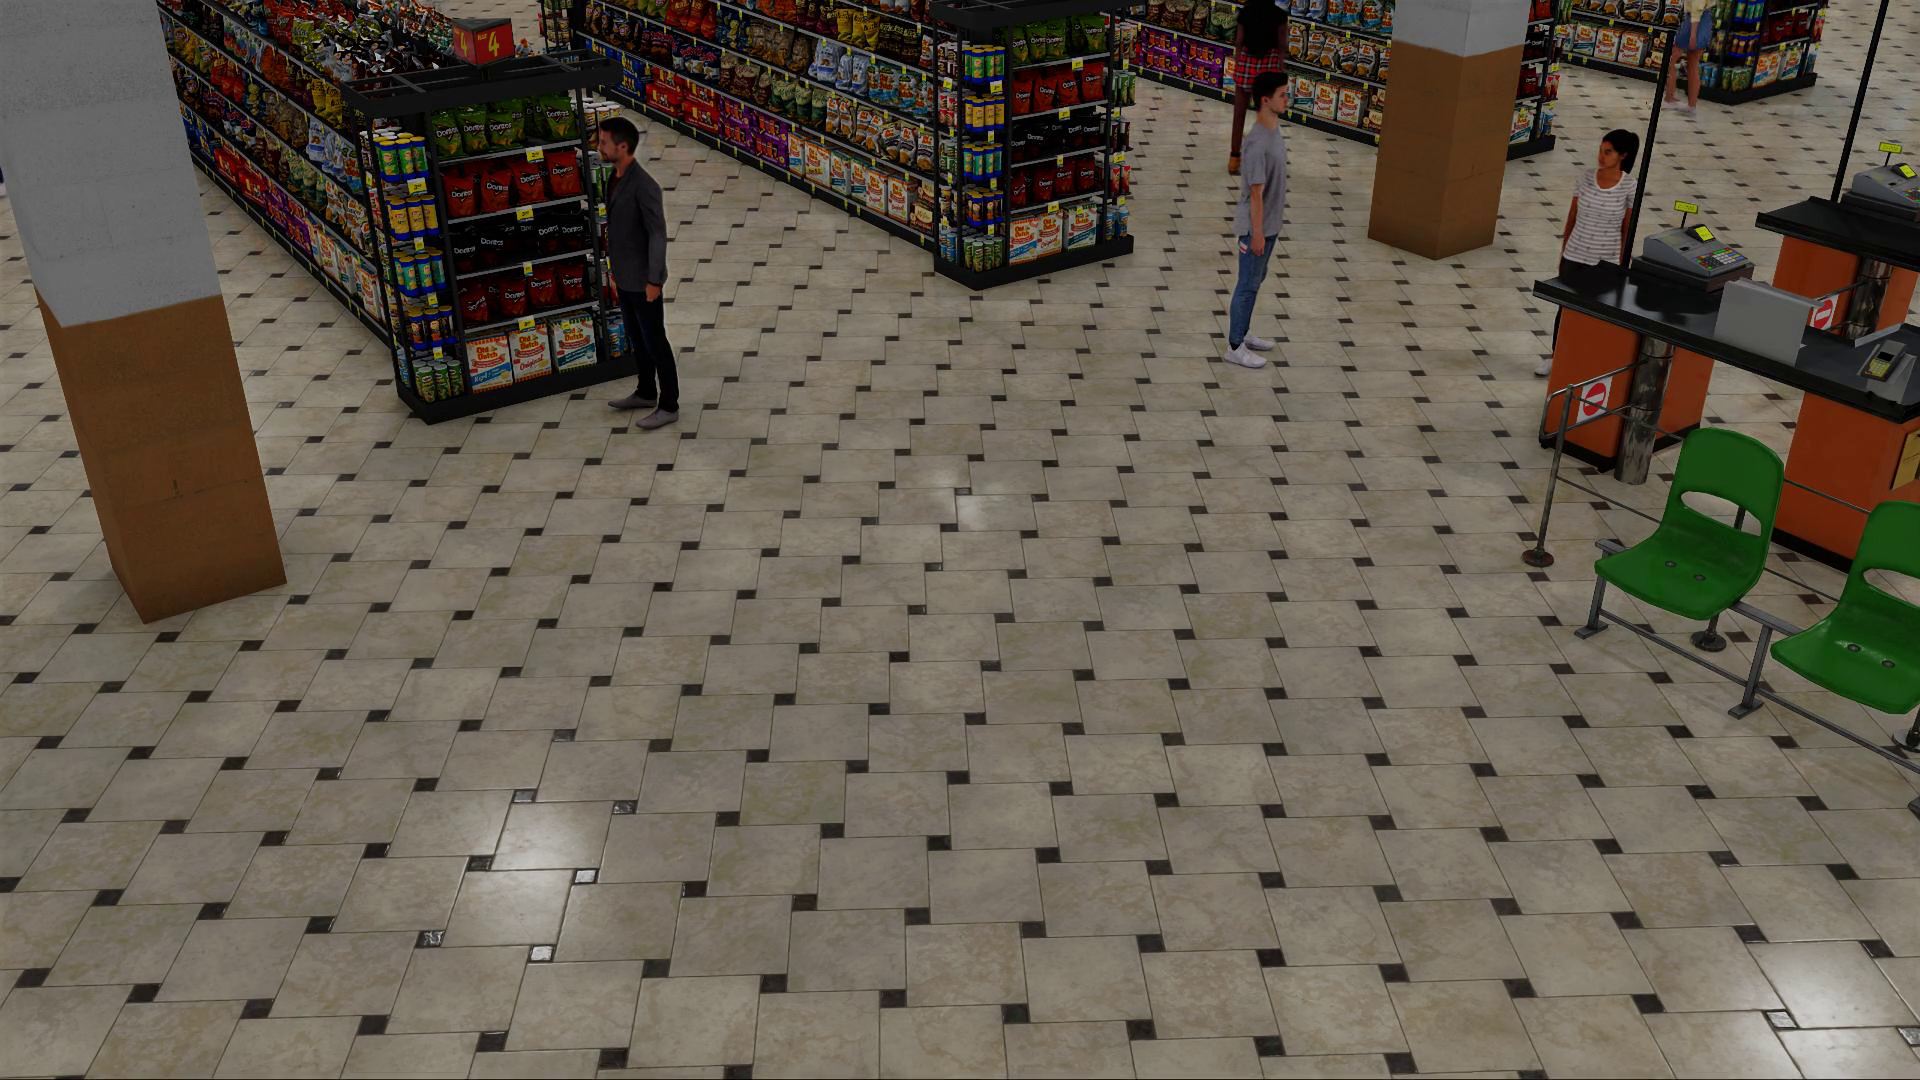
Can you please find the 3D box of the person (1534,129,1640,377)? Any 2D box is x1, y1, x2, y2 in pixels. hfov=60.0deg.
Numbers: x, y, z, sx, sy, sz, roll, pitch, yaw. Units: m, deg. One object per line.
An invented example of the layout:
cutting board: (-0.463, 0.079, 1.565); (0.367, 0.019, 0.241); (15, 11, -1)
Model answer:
person: (4.000, -1.787, 10.498); (0.534, 1.642, 0.676); (23, 36, 35)

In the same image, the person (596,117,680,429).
person: (-1.917, -1.587, 9.892); (0.734, 1.871, 0.490); (-19, 34, -30)

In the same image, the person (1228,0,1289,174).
person: (2.627, -4.105, 14.657); (0.700, 1.723, 0.771); (8, 30, 14)

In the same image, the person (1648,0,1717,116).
person: (7.355, -5.026, 16.468); (0.773, 1.605, 0.717); (20, 34, 32)

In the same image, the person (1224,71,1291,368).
person: (1.937, -2.081, 10.779); (0.773, 1.887, 0.755); (9, 30, 16)
